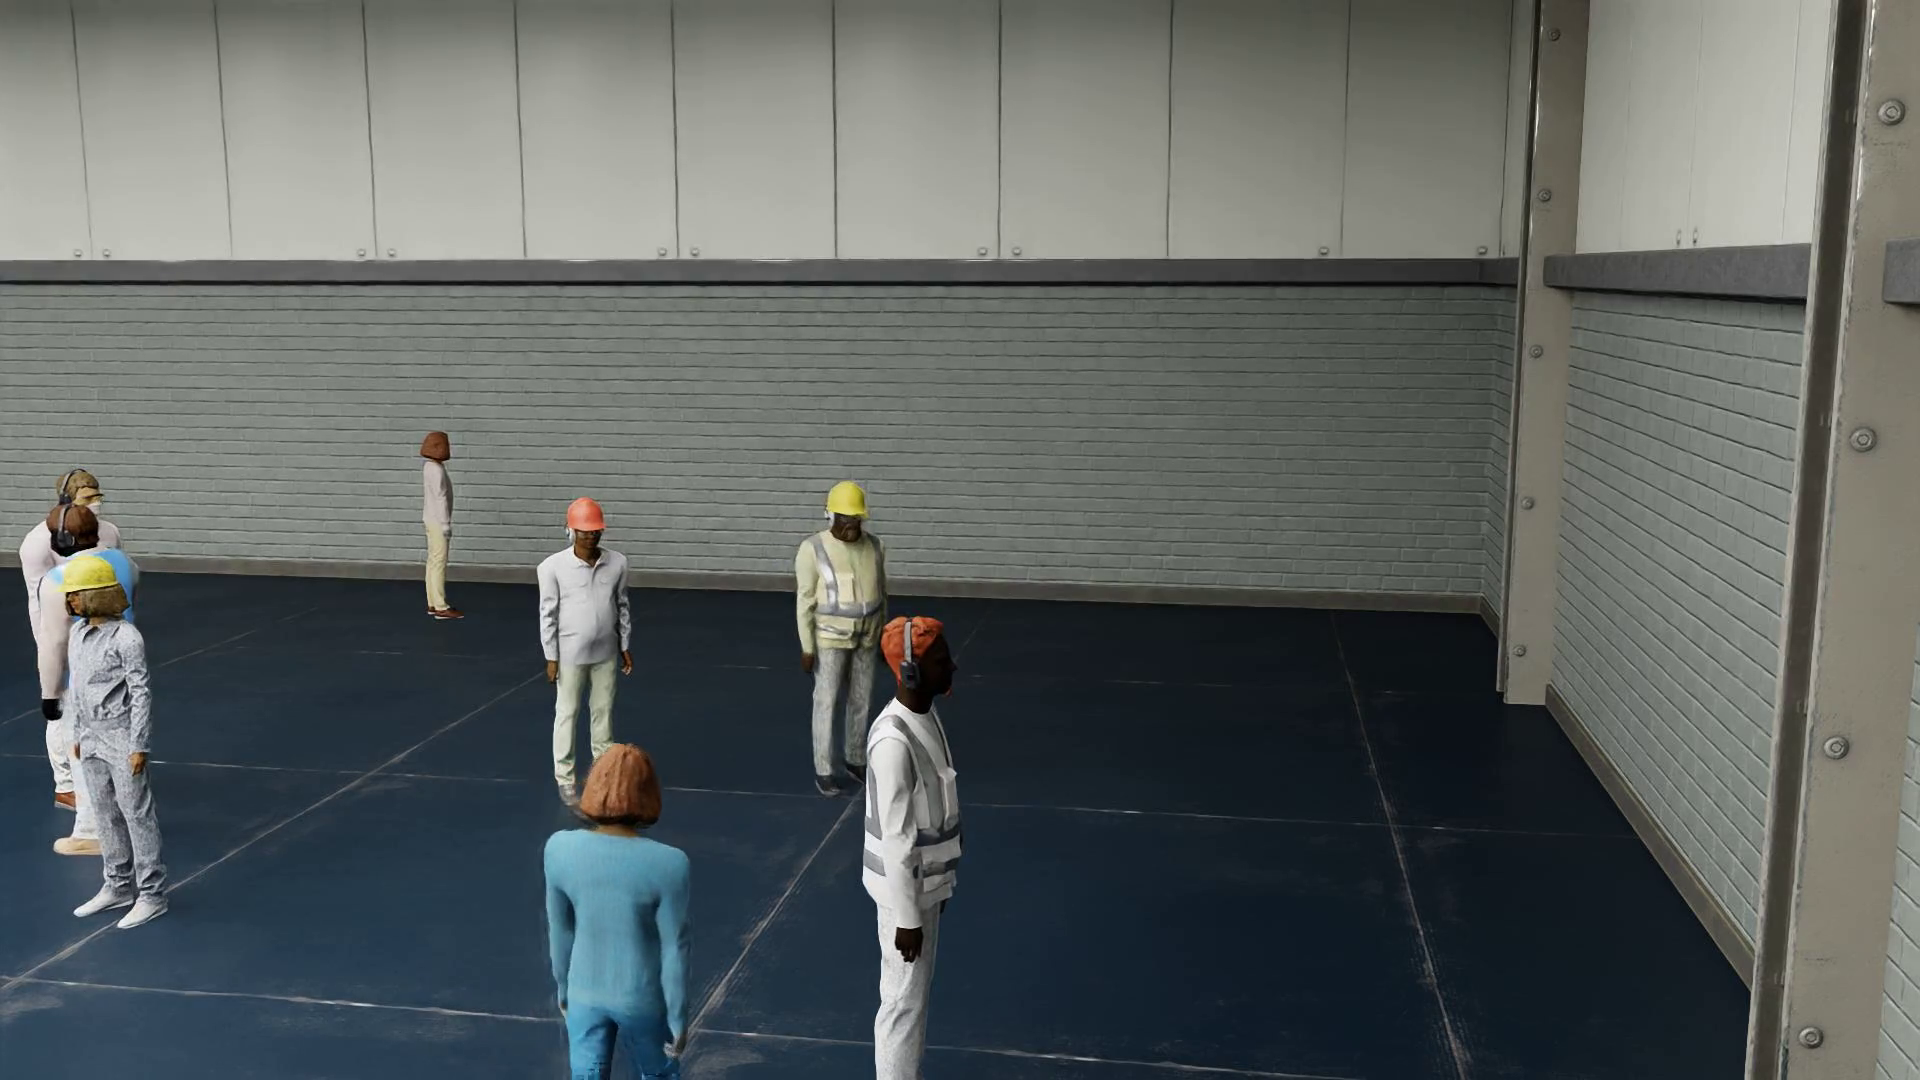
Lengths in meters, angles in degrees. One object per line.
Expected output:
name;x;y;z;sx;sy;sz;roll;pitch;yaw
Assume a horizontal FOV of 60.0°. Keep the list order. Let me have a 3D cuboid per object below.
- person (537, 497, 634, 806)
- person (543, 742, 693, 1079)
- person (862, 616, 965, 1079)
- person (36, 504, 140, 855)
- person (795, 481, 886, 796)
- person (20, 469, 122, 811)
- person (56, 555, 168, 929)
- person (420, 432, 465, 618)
person;-2.125;0.623;9.532;0.564;1.753;0.336;-7;12;-37
person;-1.057;1.420;5.075;0.492;1.601;0.765;2;9;10
person;-0.147;1.186;5.665;0.355;1.885;0.574;1;9;6
person;-4.548;0.721;8.682;0.429;1.840;0.630;2;9;13
person;-0.665;0.561;9.694;0.600;1.832;0.404;-7;11;-35
person;-4.960;0.557;9.412;0.375;1.933;0.625;3;10;19
person;-3.943;0.927;7.694;0.492;1.742;0.324;5;11;29
person;-4.554;-0.134;14.569;0.278;1.634;0.497;-5;10;-28
